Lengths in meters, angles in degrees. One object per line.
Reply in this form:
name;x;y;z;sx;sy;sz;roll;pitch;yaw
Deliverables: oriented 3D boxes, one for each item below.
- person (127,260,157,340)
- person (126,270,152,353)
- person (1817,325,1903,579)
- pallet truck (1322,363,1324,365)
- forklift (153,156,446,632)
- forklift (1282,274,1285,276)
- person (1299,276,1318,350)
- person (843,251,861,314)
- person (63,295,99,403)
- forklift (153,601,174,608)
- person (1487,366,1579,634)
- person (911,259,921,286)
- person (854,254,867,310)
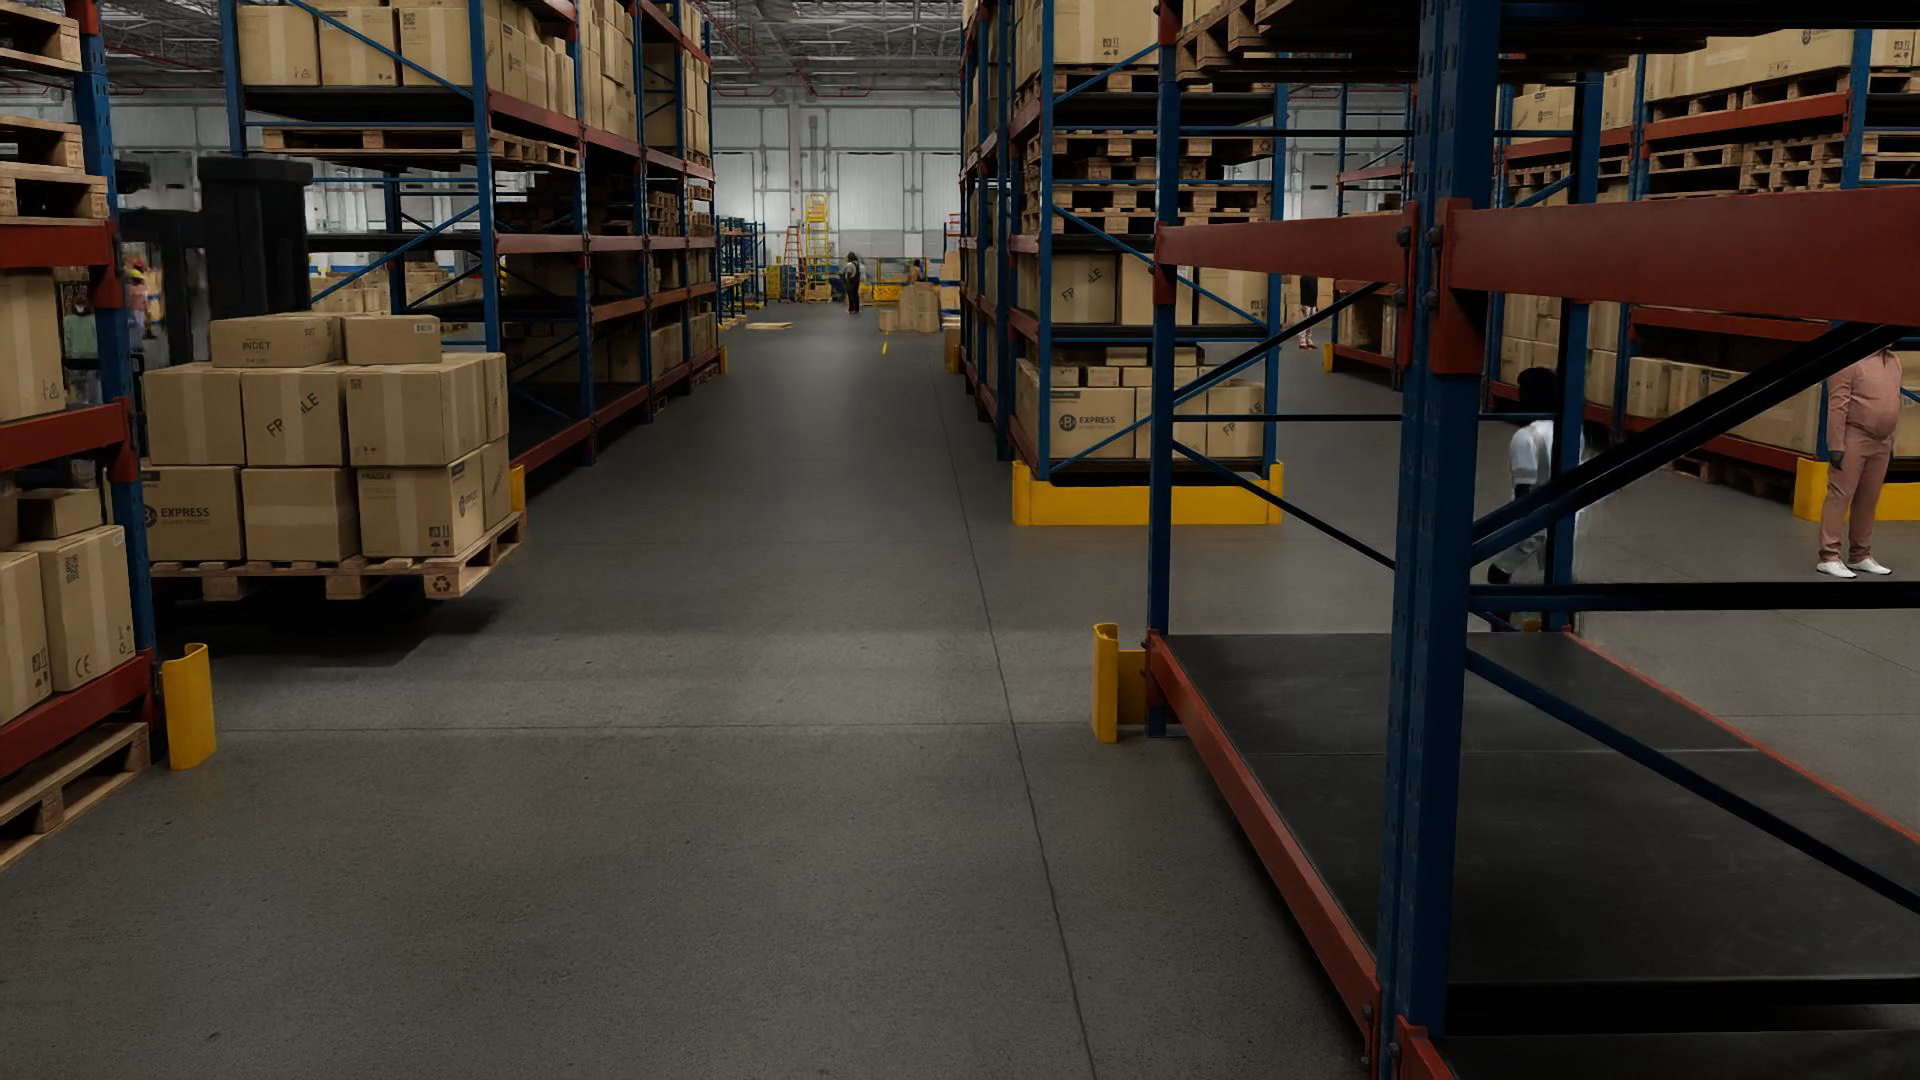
person;-19.608;-5.745;39.855;0.543;1.905;0.737;2;10;13
person;-17.283;-4.813;35.077;0.577;1.746;0.543;1;10;8
person;6.344;-0.681;11.660;0.642;1.900;0.400;-4;11;-24
pallet truck;7.712;-4.157;30.737;1.885;1.965;0.823;3;11;16
forklift;-4.204;-0.909;10.186;1.873;2.768;1.129;0;10;-2
forklift;11.698;-9.590;58.546;1.873;2.768;1.129;-9;13;-40
person;7.585;-5.121;36.116;0.380;1.995;0.611;9;13;41
person;-3.536;-8.353;53.992;0.537;2.000;0.689;6;12;30
person;-11.930;-2.523;22.648;0.533;1.620;0.363;-1;10;-7
forklift;-5.858;-0.811;9.639;1.873;2.768;1.129;-1;10;-3
person;3.084;-0.099;9.038;0.551;1.676;0.673;-7;12;-34
person;-1.730;-10.039;64.453;0.851;1.660;0.539;-7;12;-35
person;-3.482;-8.929;57.608;0.641;1.899;0.912;-9;14;-42
